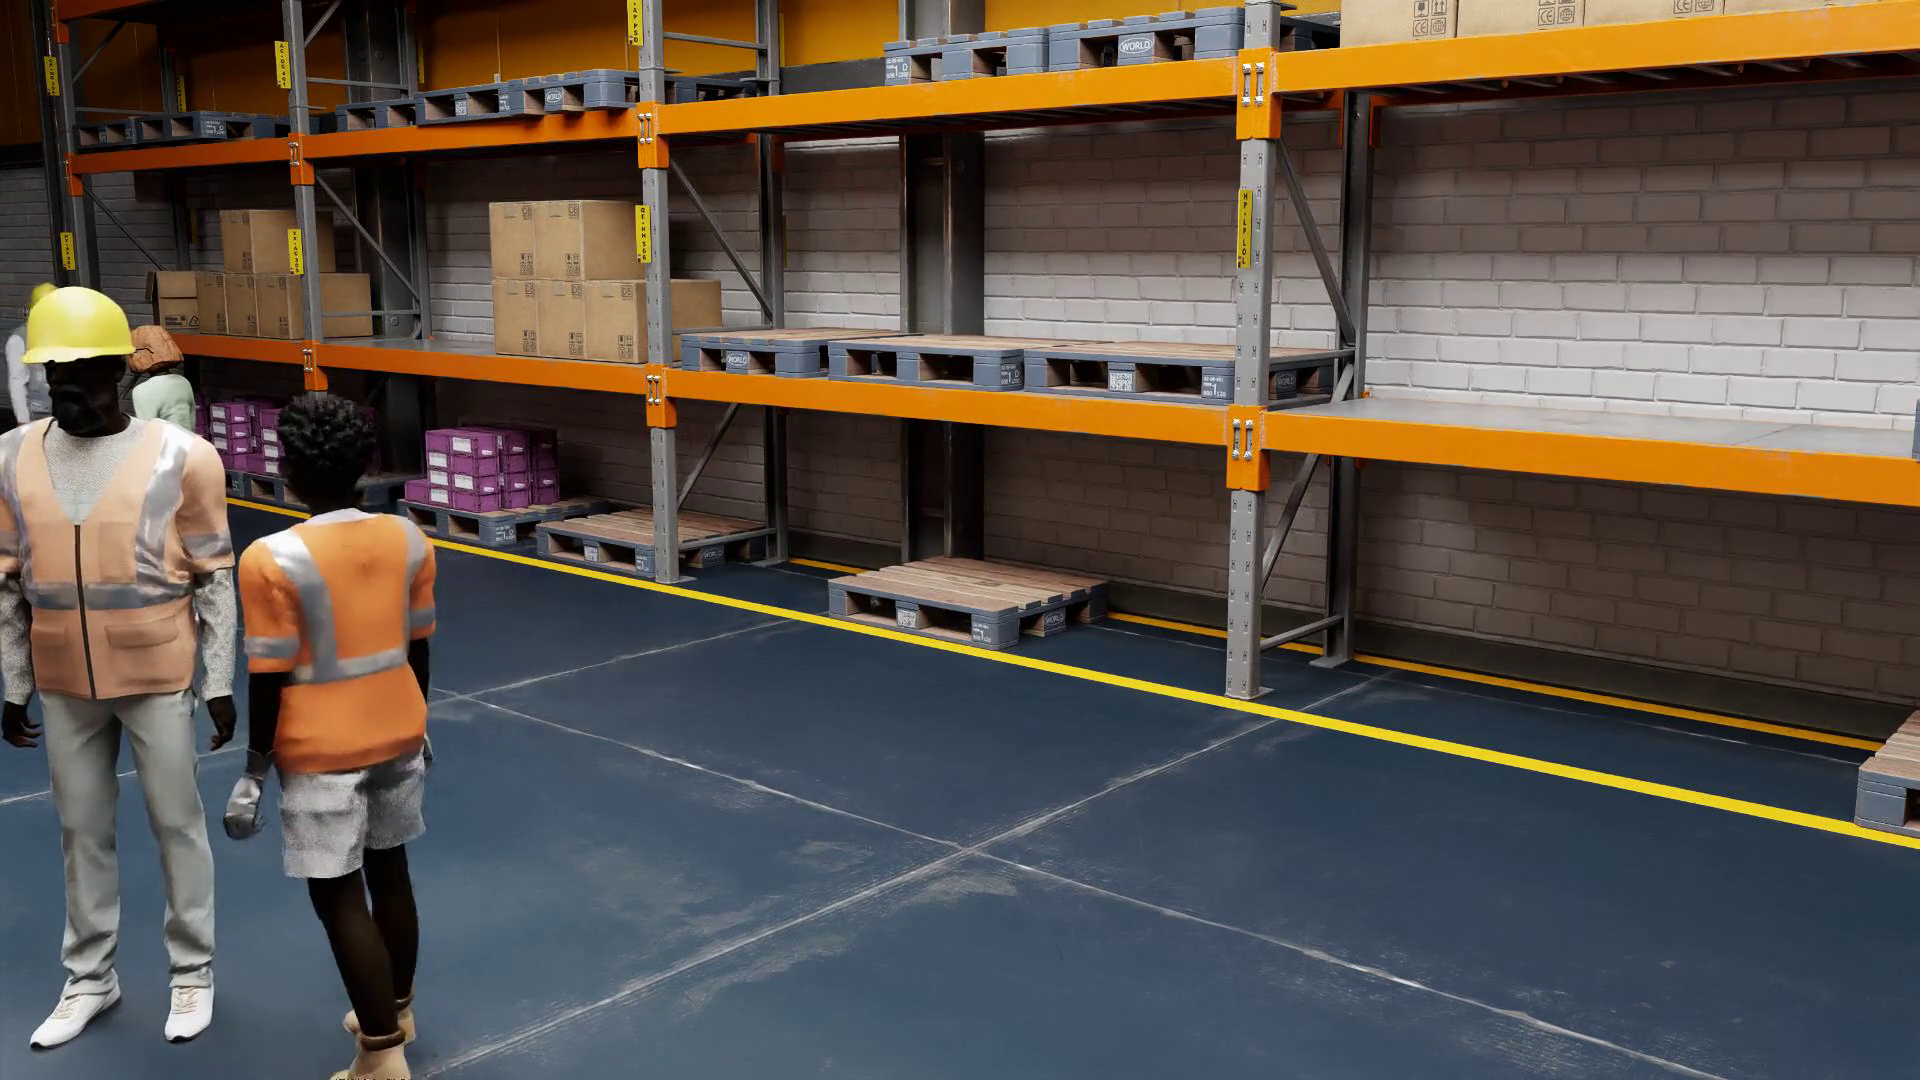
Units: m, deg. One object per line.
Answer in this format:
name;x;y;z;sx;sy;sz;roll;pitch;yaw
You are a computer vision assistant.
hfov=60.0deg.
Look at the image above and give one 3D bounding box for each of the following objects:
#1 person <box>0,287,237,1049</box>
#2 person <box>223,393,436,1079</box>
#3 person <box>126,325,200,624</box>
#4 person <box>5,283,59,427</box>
person;-2.138;0.332;4.210;0.588;1.928;0.383;-1;10;-3
person;-1.468;0.493;3.991;0.367;1.699;0.549;5;11;27
person;-4.152;-0.308;8.726;0.288;1.626;0.497;0;10;2
person;-6.554;-0.946;11.937;0.941;1.781;0.635;5;11;26
